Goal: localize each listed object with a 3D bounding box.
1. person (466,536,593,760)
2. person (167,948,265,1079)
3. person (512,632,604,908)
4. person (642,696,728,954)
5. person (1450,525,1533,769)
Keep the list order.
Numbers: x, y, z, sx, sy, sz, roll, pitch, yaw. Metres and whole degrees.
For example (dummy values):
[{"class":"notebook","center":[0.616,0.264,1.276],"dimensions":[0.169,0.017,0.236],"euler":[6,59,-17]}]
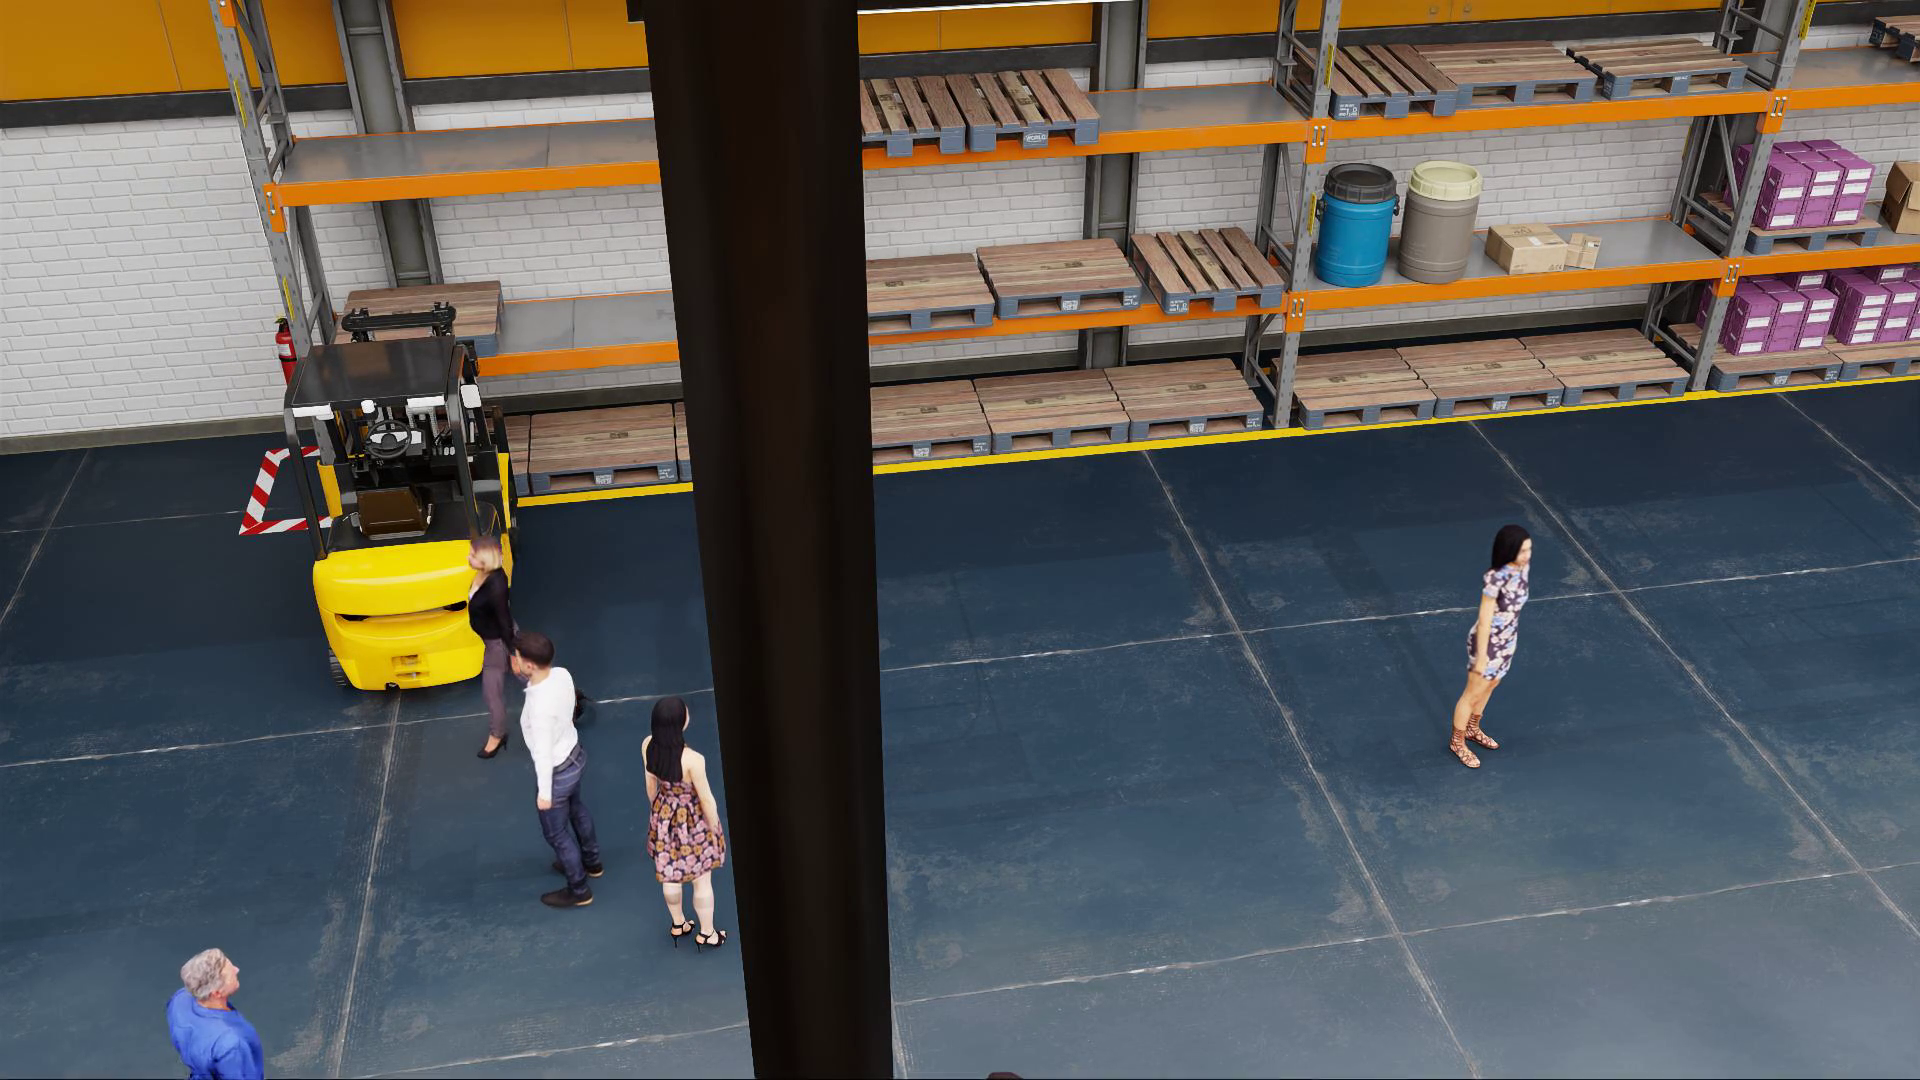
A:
[{"class":"person","center":[-2.844,0.670,10.729],"dimensions":[1.069,1.640,0.736],"euler":[-12,35,-17]},{"class":"person","center":[-3.409,2.639,7.620],"dimensions":[1.049,1.803,1.116],"euler":[22,40,30]},{"class":"person","center":[-2.290,1.309,9.568],"dimensions":[0.664,1.862,0.680],"euler":[3,34,5]},{"class":"person","center":[-1.533,1.582,9.236],"dimensions":[0.790,1.774,0.863],"euler":[15,37,22]},{"class":"person","center":[3.415,0.657,10.665],"dimensions":[0.635,1.732,0.739],"euler":[-27,42,-34]}]
